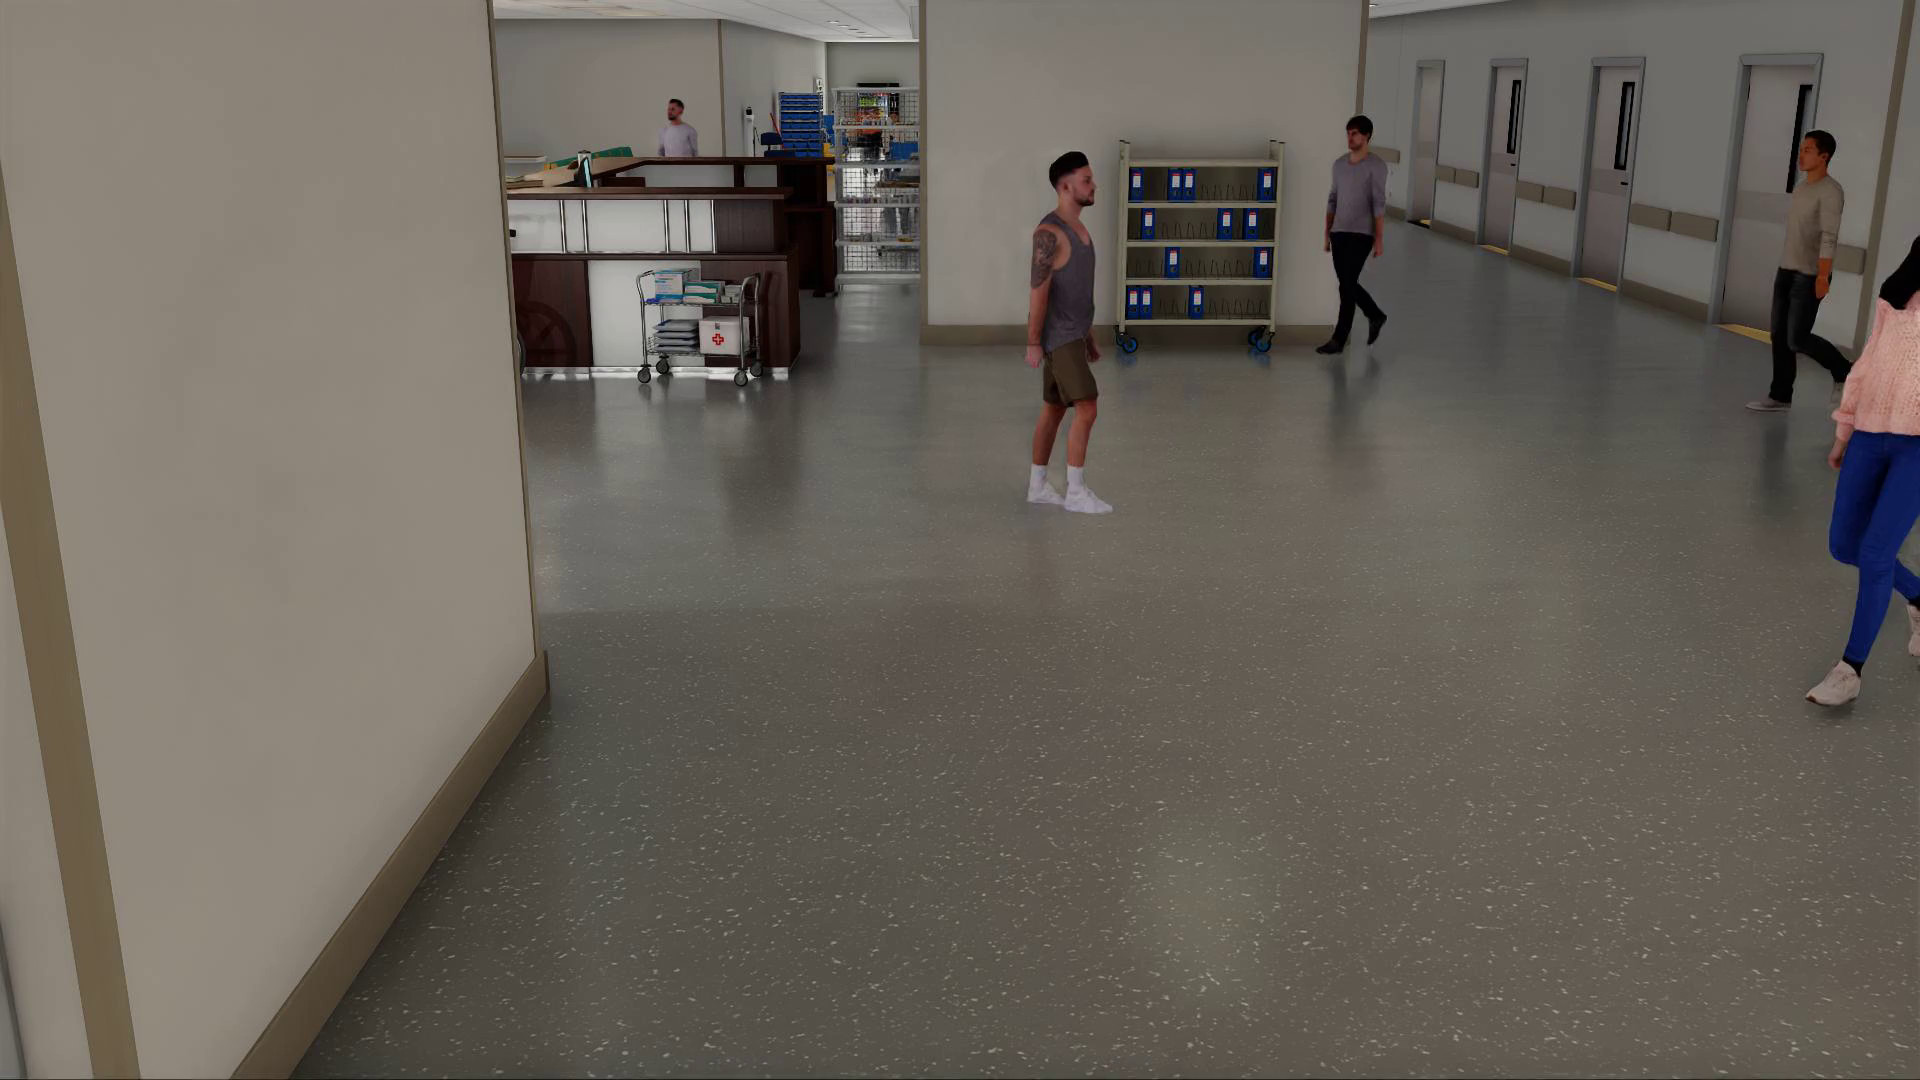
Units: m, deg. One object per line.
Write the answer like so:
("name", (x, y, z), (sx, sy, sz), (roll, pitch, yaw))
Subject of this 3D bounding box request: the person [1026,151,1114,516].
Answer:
("person", (0.446, -1.031, 8.453), (0.870, 1.829, 0.781), (6, 17, 21))

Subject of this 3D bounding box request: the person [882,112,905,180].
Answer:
("person", (-1.261, -7.290, 31.145), (0.432, 1.453, 0.624), (0, 16, 0))

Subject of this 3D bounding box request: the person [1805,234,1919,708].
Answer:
("person", (3.319, -0.281, 5.766), (1.105, 1.735, 0.899), (-5, 16, -17))

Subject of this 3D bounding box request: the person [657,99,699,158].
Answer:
("person", (-3.549, -4.622, 20.969), (0.556, 1.839, 0.780), (3, 16, 10))

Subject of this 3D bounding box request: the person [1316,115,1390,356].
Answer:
("person", (3.147, -2.365, 13.007), (1.232, 1.817, 1.066), (-10, 19, -32))

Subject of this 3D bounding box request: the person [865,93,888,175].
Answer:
("person", (-1.785, -8.637, 35.452), (1.088, 1.709, 0.850), (3, 16, 12))

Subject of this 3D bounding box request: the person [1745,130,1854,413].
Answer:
("person", (5.503, -1.693, 10.663), (0.888, 1.795, 0.662), (-1, 16, -2))
